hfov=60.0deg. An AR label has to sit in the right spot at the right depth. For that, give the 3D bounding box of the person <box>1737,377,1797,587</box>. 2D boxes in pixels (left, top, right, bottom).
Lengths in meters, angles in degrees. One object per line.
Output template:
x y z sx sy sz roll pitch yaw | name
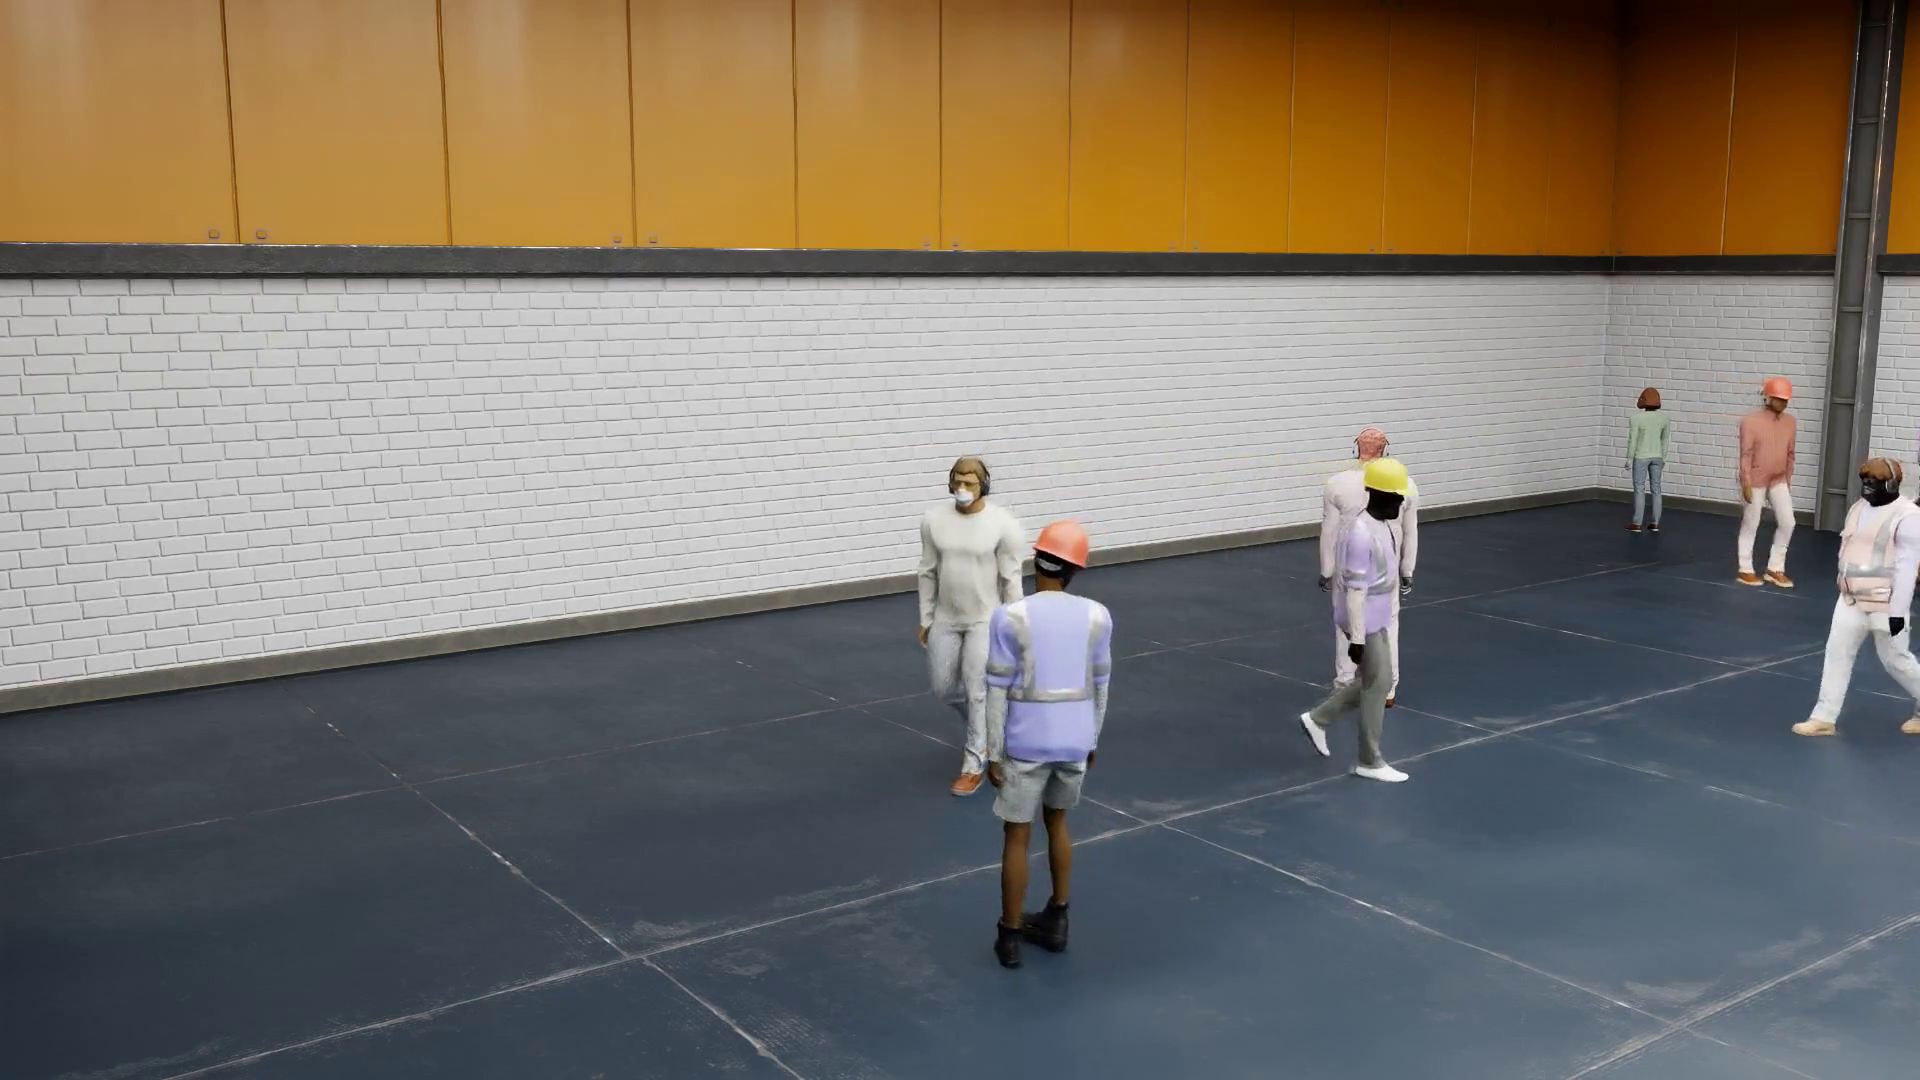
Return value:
7.522 -0.524 15.439 0.649 1.965 0.669 -2 9 -9 | person

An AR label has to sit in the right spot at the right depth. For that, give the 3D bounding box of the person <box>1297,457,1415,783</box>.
2.307 0.455 9.604 0.575 1.900 0.606 4 10 22 | person

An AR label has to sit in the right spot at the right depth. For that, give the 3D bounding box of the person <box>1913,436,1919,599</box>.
8.808 -0.403 14.825 0.396 1.930 0.557 -4 10 -24 | person

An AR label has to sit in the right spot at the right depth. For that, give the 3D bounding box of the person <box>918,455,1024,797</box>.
0.078 0.461 9.494 0.641 1.926 0.614 4 10 26 | person

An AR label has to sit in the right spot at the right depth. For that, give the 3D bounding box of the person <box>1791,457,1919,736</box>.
5.817 0.368 10.468 0.927 1.805 0.632 -1 9 -8 | person

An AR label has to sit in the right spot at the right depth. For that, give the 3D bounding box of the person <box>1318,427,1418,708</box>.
2.741 0.190 11.225 0.652 1.906 0.405 0 9 1 | person

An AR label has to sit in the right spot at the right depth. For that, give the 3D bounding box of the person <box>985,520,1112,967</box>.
0.371 0.863 7.150 0.553 1.896 0.436 -3 10 -16 | person

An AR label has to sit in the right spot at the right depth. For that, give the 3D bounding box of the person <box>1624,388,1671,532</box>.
7.772 -0.906 18.824 0.497 1.633 0.285 -2 9 -10 | person
